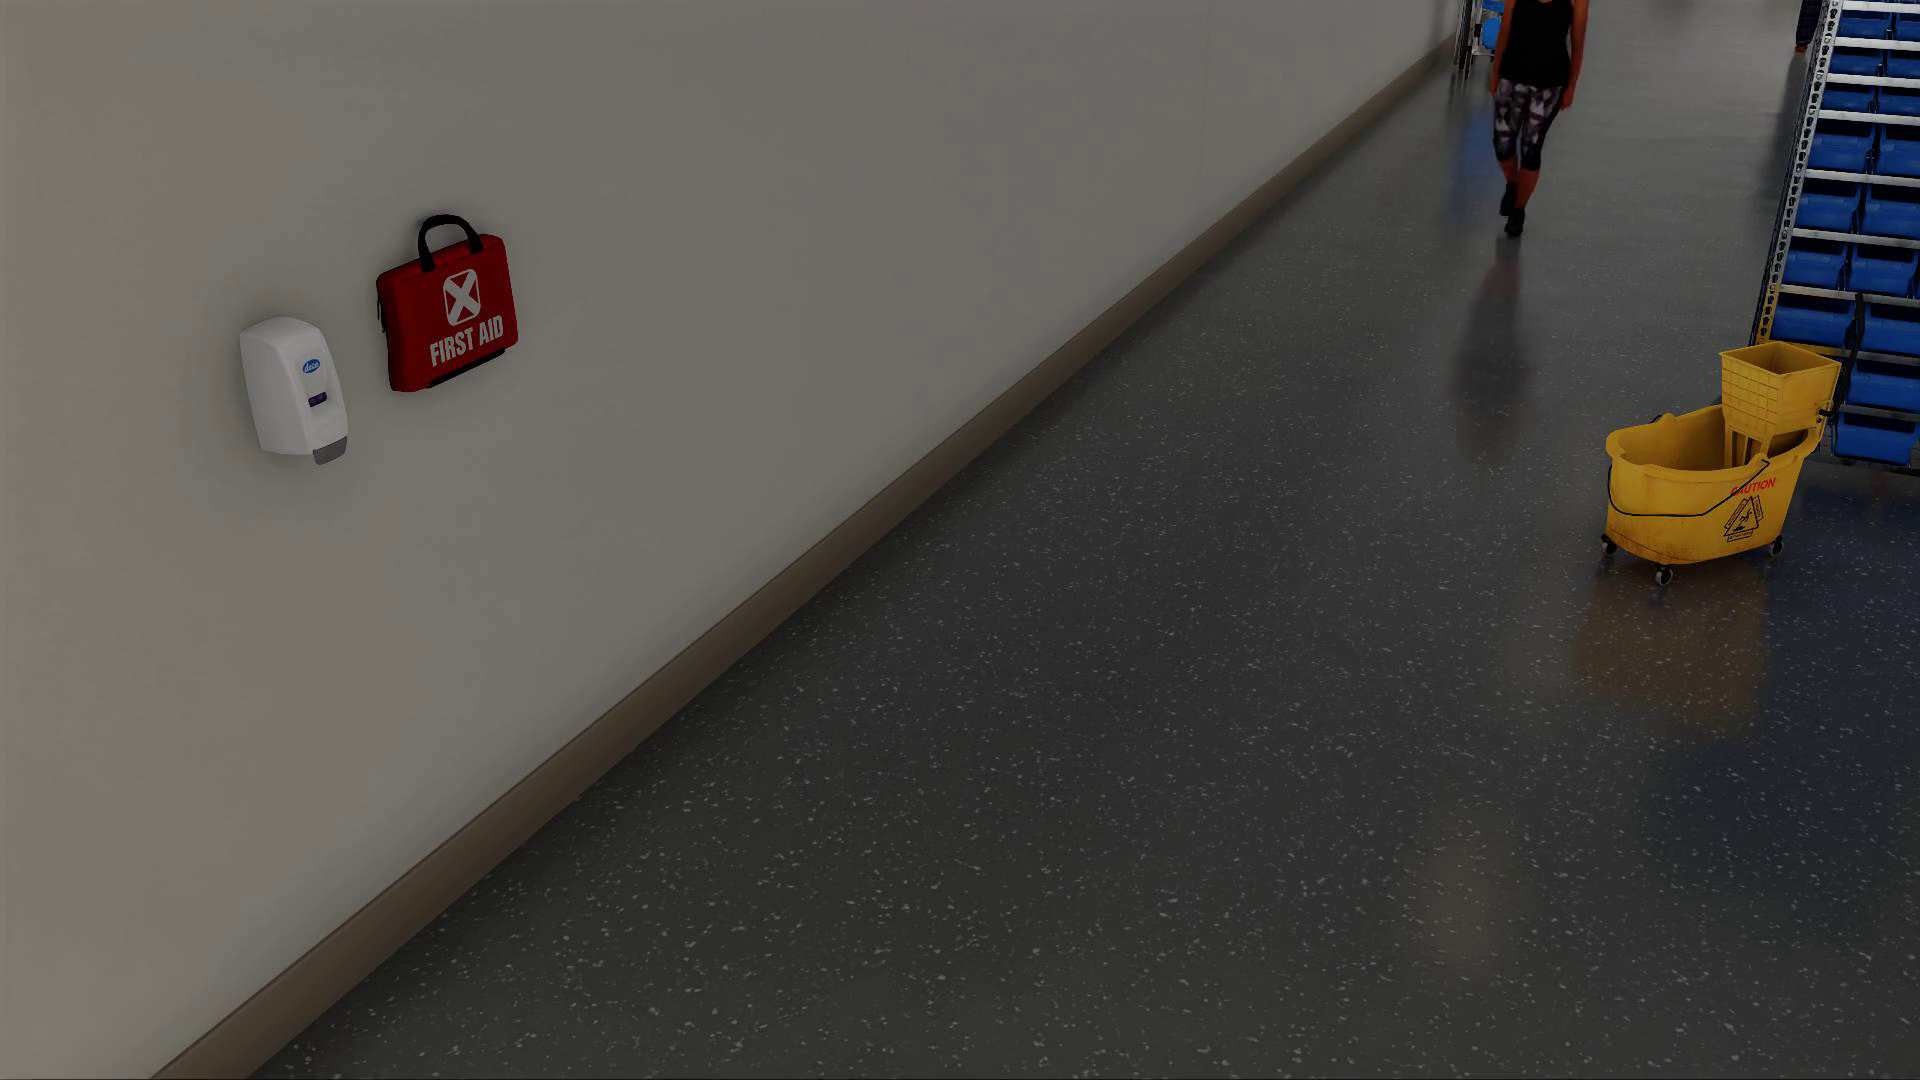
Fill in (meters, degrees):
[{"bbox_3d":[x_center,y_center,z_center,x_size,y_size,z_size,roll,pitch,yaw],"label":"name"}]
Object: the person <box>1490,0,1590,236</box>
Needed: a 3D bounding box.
[{"bbox_3d":[3.088,-2.477,8.893,0.619,1.654,0.688,13,29,25],"label":"person"}]
